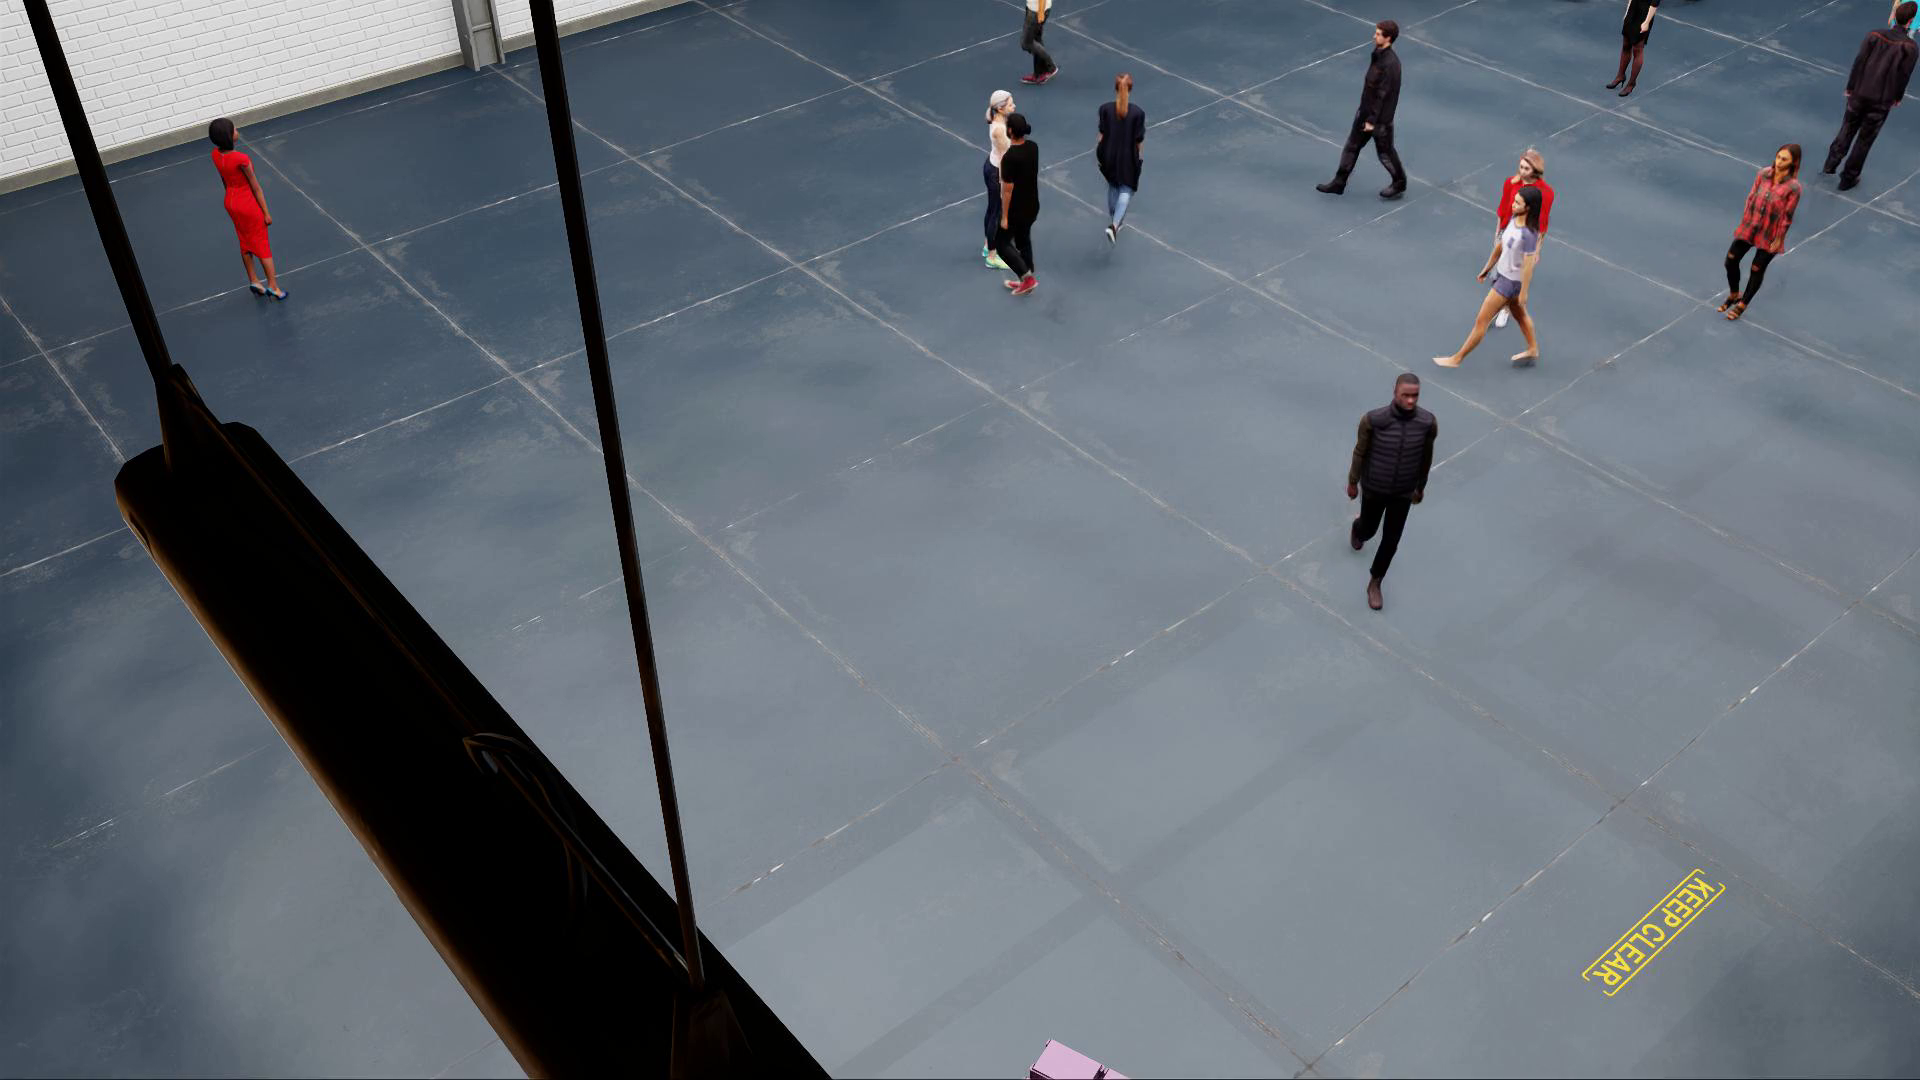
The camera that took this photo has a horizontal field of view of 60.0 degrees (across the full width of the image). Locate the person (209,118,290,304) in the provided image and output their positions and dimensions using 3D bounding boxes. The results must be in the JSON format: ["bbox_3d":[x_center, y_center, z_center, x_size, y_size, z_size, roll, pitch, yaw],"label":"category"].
[{"bbox_3d":[-6.396,-2.942,14.884,0.635,1.743,0.638,15,41,18],"label":"person"}]

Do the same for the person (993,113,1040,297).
[{"bbox_3d":[0.589,-2.949,14.892,0.789,1.744,0.698,25,45,28],"label":"person"}]

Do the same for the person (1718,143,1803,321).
[{"bbox_3d":[7.112,-2.722,14.648,0.643,1.695,0.651,-22,44,-25],"label":"person"}]

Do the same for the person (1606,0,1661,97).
[{"bbox_3d":[7.566,-5.802,18.495,0.629,1.706,0.651,-10,40,-12],"label":"person"}]

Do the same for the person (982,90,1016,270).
[{"bbox_3d":[0.349,-3.367,15.450,0.719,1.701,0.684,-2,39,-3],"label":"person"}]

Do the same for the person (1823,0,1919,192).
[{"bbox_3d":[9.061,-4.396,16.581,0.612,1.898,0.677,-27,46,-30],"label":"person"}]

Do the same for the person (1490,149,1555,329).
[{"bbox_3d":[4.918,-2.659,14.575,0.705,1.687,0.693,19,42,22],"label":"person"}]

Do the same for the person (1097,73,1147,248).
[{"bbox_3d":[1.489,-3.565,15.723,0.912,1.670,1.062,12,40,15],"label":"person"}]

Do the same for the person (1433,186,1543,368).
[{"bbox_3d":[4.700,-2.168,13.969,1.216,1.675,1.066,-2,39,-2],"label":"person"}]

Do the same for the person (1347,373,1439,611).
[{"bbox_3d":[2.988,-0.411,11.655,1.068,1.818,1.118,2,39,2],"label":"person"}]

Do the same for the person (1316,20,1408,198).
[{"bbox_3d":[4.202,-4.198,16.408,1.270,1.803,1.077,-6,39,-8],"label":"person"}]

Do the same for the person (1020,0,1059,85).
[{"bbox_3d":[0.958,-5.952,18.614,0.858,1.792,0.808,-2,39,-2],"label":"person"}]
